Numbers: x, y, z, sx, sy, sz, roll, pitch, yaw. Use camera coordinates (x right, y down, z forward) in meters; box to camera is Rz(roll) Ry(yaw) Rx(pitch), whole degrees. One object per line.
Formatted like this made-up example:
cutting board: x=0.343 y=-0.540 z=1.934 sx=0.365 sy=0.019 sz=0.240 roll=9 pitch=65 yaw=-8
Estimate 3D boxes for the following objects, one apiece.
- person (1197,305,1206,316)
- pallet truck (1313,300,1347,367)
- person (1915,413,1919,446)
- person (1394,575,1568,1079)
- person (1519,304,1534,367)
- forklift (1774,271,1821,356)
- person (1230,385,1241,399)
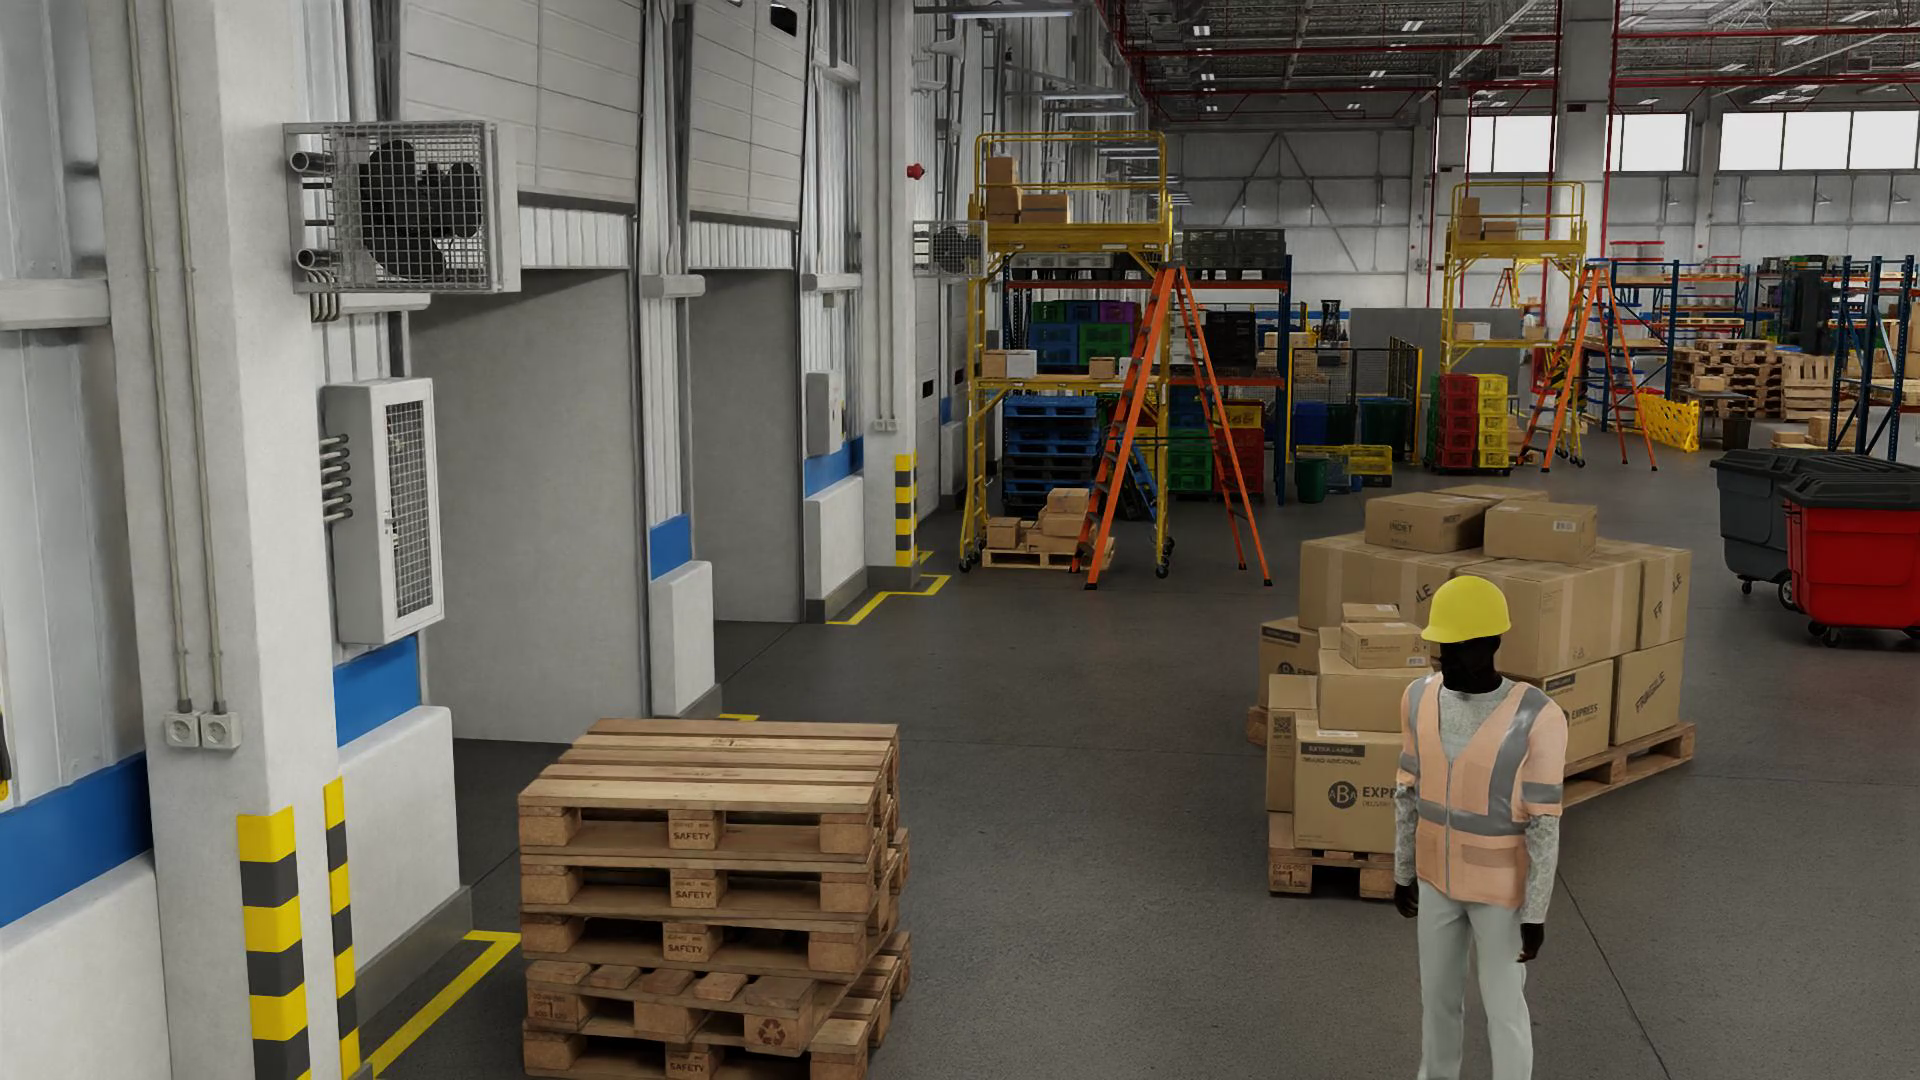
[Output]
person: x=6.396 y=-5.306 z=44.426 sx=0.544 sy=1.929 sz=0.388 roll=-8 pitch=12 yaw=-42
pallet truck: x=11.159 y=-6.200 z=49.718 sx=0.823 sy=1.965 sz=1.885 roll=4 pitch=10 yaw=26
person: x=15.719 y=-2.360 z=26.844 sx=0.484 sy=1.738 sz=0.322 roll=-4 pitch=10 yaw=-24
person: x=1.591 y=1.056 z=5.216 sx=0.394 sy=1.920 sz=0.584 roll=-7 pitch=12 yaw=-38
person: x=16.778 y=-5.995 z=48.914 sx=0.807 sy=1.859 sz=0.583 roll=8 pitch=12 yaw=41
forklift: x=19.468 y=-4.812 z=38.445 sx=1.873 sy=2.768 sz=1.129 roll=1 pitch=9 yaw=9
person: x=5.805 y=-3.592 z=34.764 sx=0.315 sy=1.634 sz=0.516 roll=-2 pitch=10 yaw=-15
